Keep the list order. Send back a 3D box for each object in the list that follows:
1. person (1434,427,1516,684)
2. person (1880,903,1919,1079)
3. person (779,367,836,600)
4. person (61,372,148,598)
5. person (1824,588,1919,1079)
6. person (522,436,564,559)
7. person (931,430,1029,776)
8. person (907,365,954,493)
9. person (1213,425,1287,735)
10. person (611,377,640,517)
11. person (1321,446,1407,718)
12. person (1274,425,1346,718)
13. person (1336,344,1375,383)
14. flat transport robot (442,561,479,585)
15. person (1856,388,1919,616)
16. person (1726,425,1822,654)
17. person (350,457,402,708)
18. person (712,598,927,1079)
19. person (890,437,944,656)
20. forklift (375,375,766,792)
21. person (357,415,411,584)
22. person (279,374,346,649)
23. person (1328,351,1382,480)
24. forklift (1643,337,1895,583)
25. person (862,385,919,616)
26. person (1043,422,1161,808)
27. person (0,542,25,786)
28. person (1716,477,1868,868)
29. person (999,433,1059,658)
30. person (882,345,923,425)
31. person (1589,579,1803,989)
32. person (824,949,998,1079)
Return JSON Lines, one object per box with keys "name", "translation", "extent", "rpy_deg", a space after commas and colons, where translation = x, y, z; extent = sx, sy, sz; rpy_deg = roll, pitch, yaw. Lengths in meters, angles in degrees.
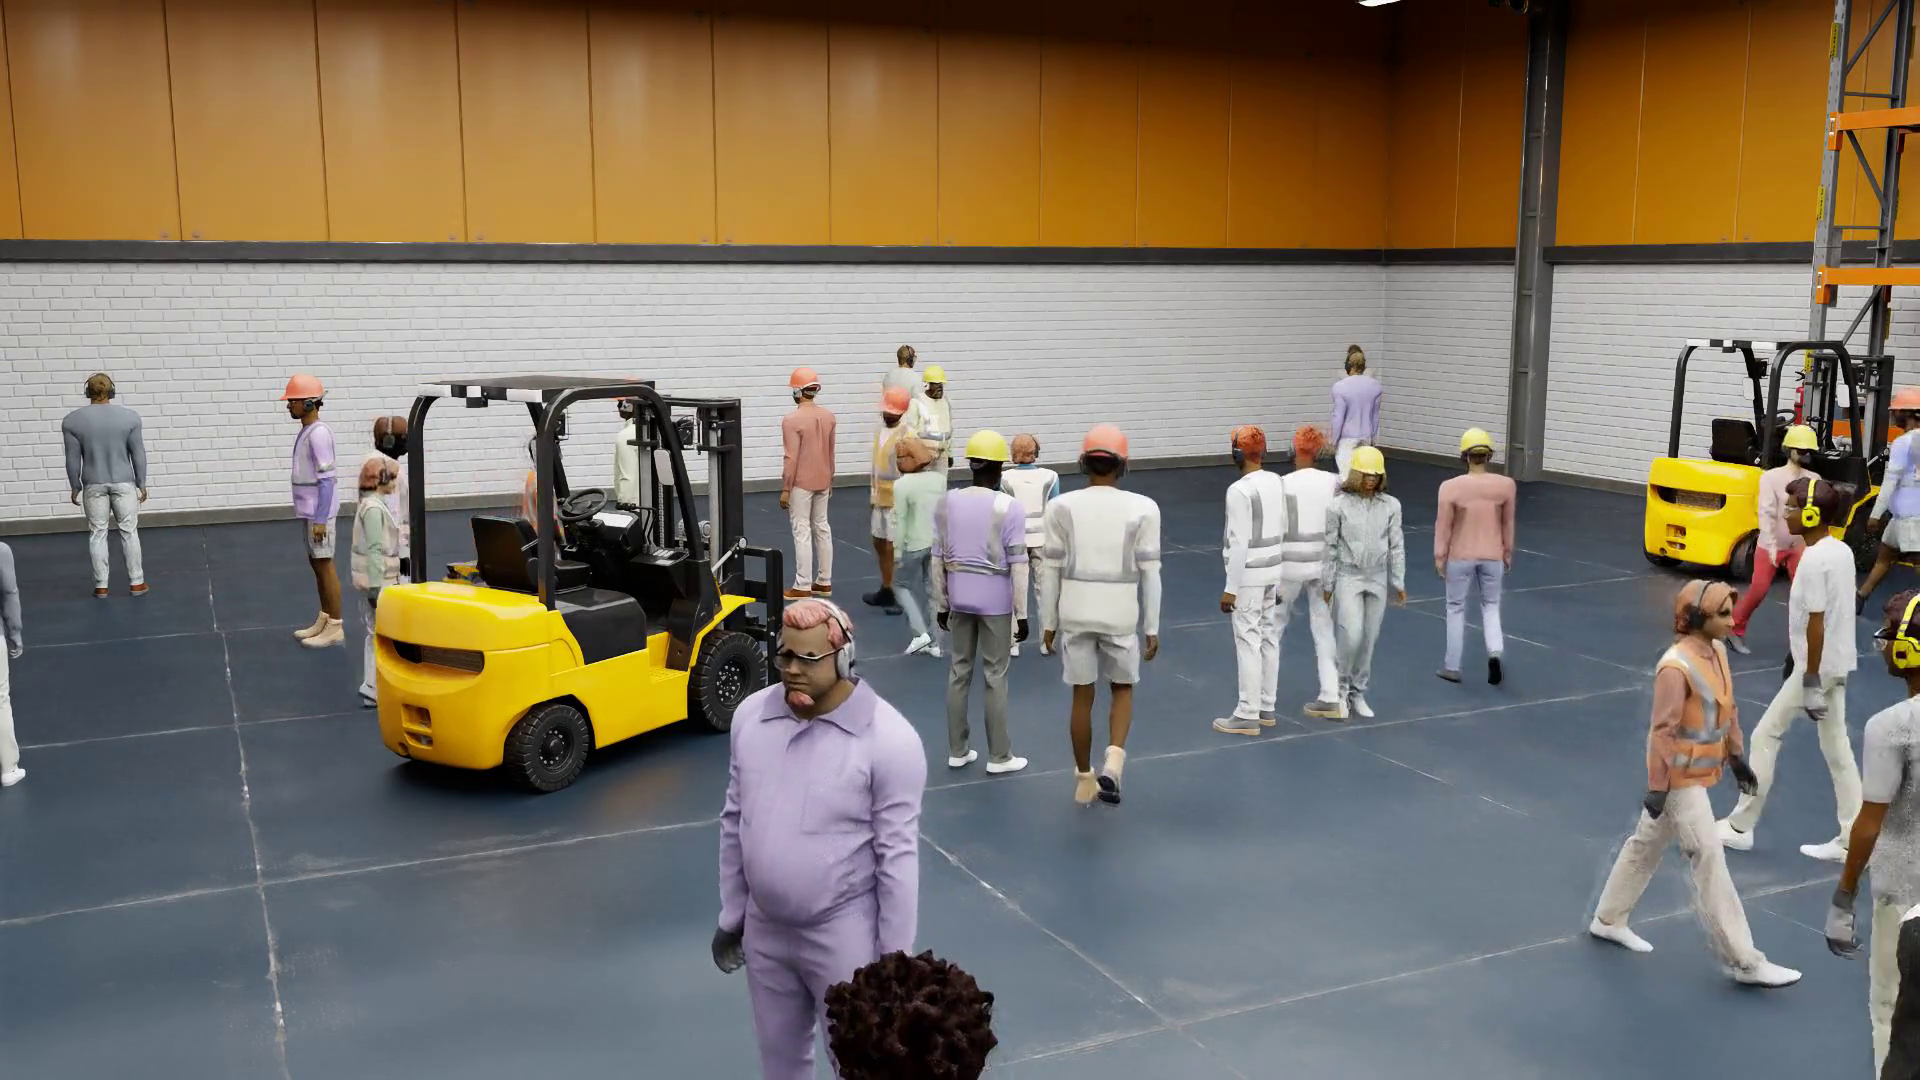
{"name": "person", "translation": [3.473, 0.124, 11.201], "extent": [0.554, 1.754, 0.486], "rpy_deg": [0, 9, 3]}
{"name": "person", "translation": [2.250, 1.327, 3.447], "extent": [0.616, 1.850, 1.061], "rpy_deg": [-2, 9, -10]}
{"name": "person", "translation": [-1.306, -0.478, 14.188], "extent": [0.381, 1.994, 0.622], "rpy_deg": [7, 11, 36]}
{"name": "person", "translation": [-7.322, -0.466, 14.293], "extent": [0.627, 1.941, 0.371], "rpy_deg": [-4, 10, -23]}
{"name": "person", "translation": [2.872, 1.064, 5.053], "extent": [0.568, 1.853, 0.394], "rpy_deg": [-4, 10, -22]}
{"name": "person", "translation": [-2.952, 0.041, 12.024], "extent": [0.875, 1.641, 0.549], "rpy_deg": [-2, 9, -15]}
{"name": "person", "translation": [0.130, 0.346, 9.297], "extent": [0.594, 1.922, 0.385], "rpy_deg": [5, 11, 31]}
{"name": "person", "translation": [-0.290, -0.923, 17.501], "extent": [0.602, 1.824, 0.403], "rpy_deg": [-8, 12, -39]}
{"name": "person", "translation": [1.759, 0.240, 10.086], "extent": [0.361, 1.884, 0.574], "rpy_deg": [7, 12, 38]}
{"name": "person", "translation": [-2.482, -0.252, 12.785], "extent": [0.379, 1.996, 0.610], "rpy_deg": [2, 9, 15]}
{"name": "person", "translation": [2.519, 0.274, 10.381], "extent": [0.492, 1.727, 0.458], "rpy_deg": [-2, 9, -12]}
{"name": "person", "translation": [2.182, 0.187, 10.630], "extent": [0.580, 1.838, 0.973], "rpy_deg": [-2, 9, -13]}
{"name": "person", "translation": [5.284, -1.697, 22.259], "extent": [0.538, 1.833, 0.530], "rpy_deg": [2, 9, 11]}
{"name": "flat transport robot", "translation": [-3.786, 0.305, 14.669], "extent": [1.431, 0.197, 0.652], "rpy_deg": [4, 10, 24]}
{"name": "person", "translation": [7.435, -0.259, 13.171], "extent": [0.567, 1.882, 0.978], "rpy_deg": [-7, 12, -38]}
{"name": "person", "translation": [5.854, 0.028, 11.877], "extent": [0.523, 1.729, 0.870], "rpy_deg": [-1, 9, -9]}
{"name": "person", "translation": [-3.692, 0.284, 10.629], "extent": [0.372, 1.617, 0.531], "rpy_deg": [-3, 10, -21]}
{"name": "person", "translation": [-0.418, 1.097, 4.732], "extent": [0.637, 1.902, 0.404], "rpy_deg": [5, 11, 31]}
{"name": "person", "translation": [-0.301, 0.056, 12.057], "extent": [0.546, 1.620, 0.352], "rpy_deg": [-8, 12, -39]}
{"name": "forklift", "translation": [-2.268, 0.149, 9.685], "extent": [1.214, 2.155, 2.313], "rpy_deg": [6, 11, 32]}
{"name": "person", "translation": [-3.879, 0.058, 11.384], "extent": [0.433, 1.828, 0.630], "rpy_deg": [-2, 9, -10]}
{"name": "person", "translation": [-4.836, -0.217, 12.420], "extent": [0.373, 2.043, 0.615], "rpy_deg": [-5, 11, -29]}
{"name": "person", "translation": [4.315, -1.105, 18.253], "extent": [0.627, 1.940, 0.372], "rpy_deg": [-4, 10, -24]}
{"name": "forklift", "translation": [7.551, -0.789, 15.507], "extent": [2.313, 2.155, 1.214], "rpy_deg": [-4, 10, -25]}
{"name": "person", "translation": [-0.596, -0.325, 13.597], "extent": [0.346, 1.896, 0.719], "rpy_deg": [-6, 11, -35]}
{"name": "person", "translation": [0.728, 0.409, 8.616], "extent": [0.618, 2.023, 0.581], "rpy_deg": [2, 9, 9]}
{"name": "person", "translation": [-5.343, 0.543, 8.971], "extent": [0.507, 1.632, 0.269], "rpy_deg": [-5, 10, -28]}
{"name": "person", "translation": [3.972, 0.613, 7.942], "extent": [0.541, 1.834, 0.873], "rpy_deg": [-9, 13, -43]}
{"name": "person", "translation": [0.481, 0.044, 12.057], "extent": [0.513, 1.638, 0.313], "rpy_deg": [-1, 9, -8]}
{"name": "person", "translation": [-0.641, -1.336, 19.692], "extent": [0.632, 1.940, 0.372], "rpy_deg": [8, 12, 41]}
{"name": "person", "translation": [2.936, 0.944, 6.608], "extent": [0.854, 1.588, 0.524], "rpy_deg": [7, 12, 38]}
{"name": "person", "translation": [-0.048, 1.495, 2.184], "extent": [0.621, 1.929, 0.996], "rpy_deg": [0, 9, -1]}
